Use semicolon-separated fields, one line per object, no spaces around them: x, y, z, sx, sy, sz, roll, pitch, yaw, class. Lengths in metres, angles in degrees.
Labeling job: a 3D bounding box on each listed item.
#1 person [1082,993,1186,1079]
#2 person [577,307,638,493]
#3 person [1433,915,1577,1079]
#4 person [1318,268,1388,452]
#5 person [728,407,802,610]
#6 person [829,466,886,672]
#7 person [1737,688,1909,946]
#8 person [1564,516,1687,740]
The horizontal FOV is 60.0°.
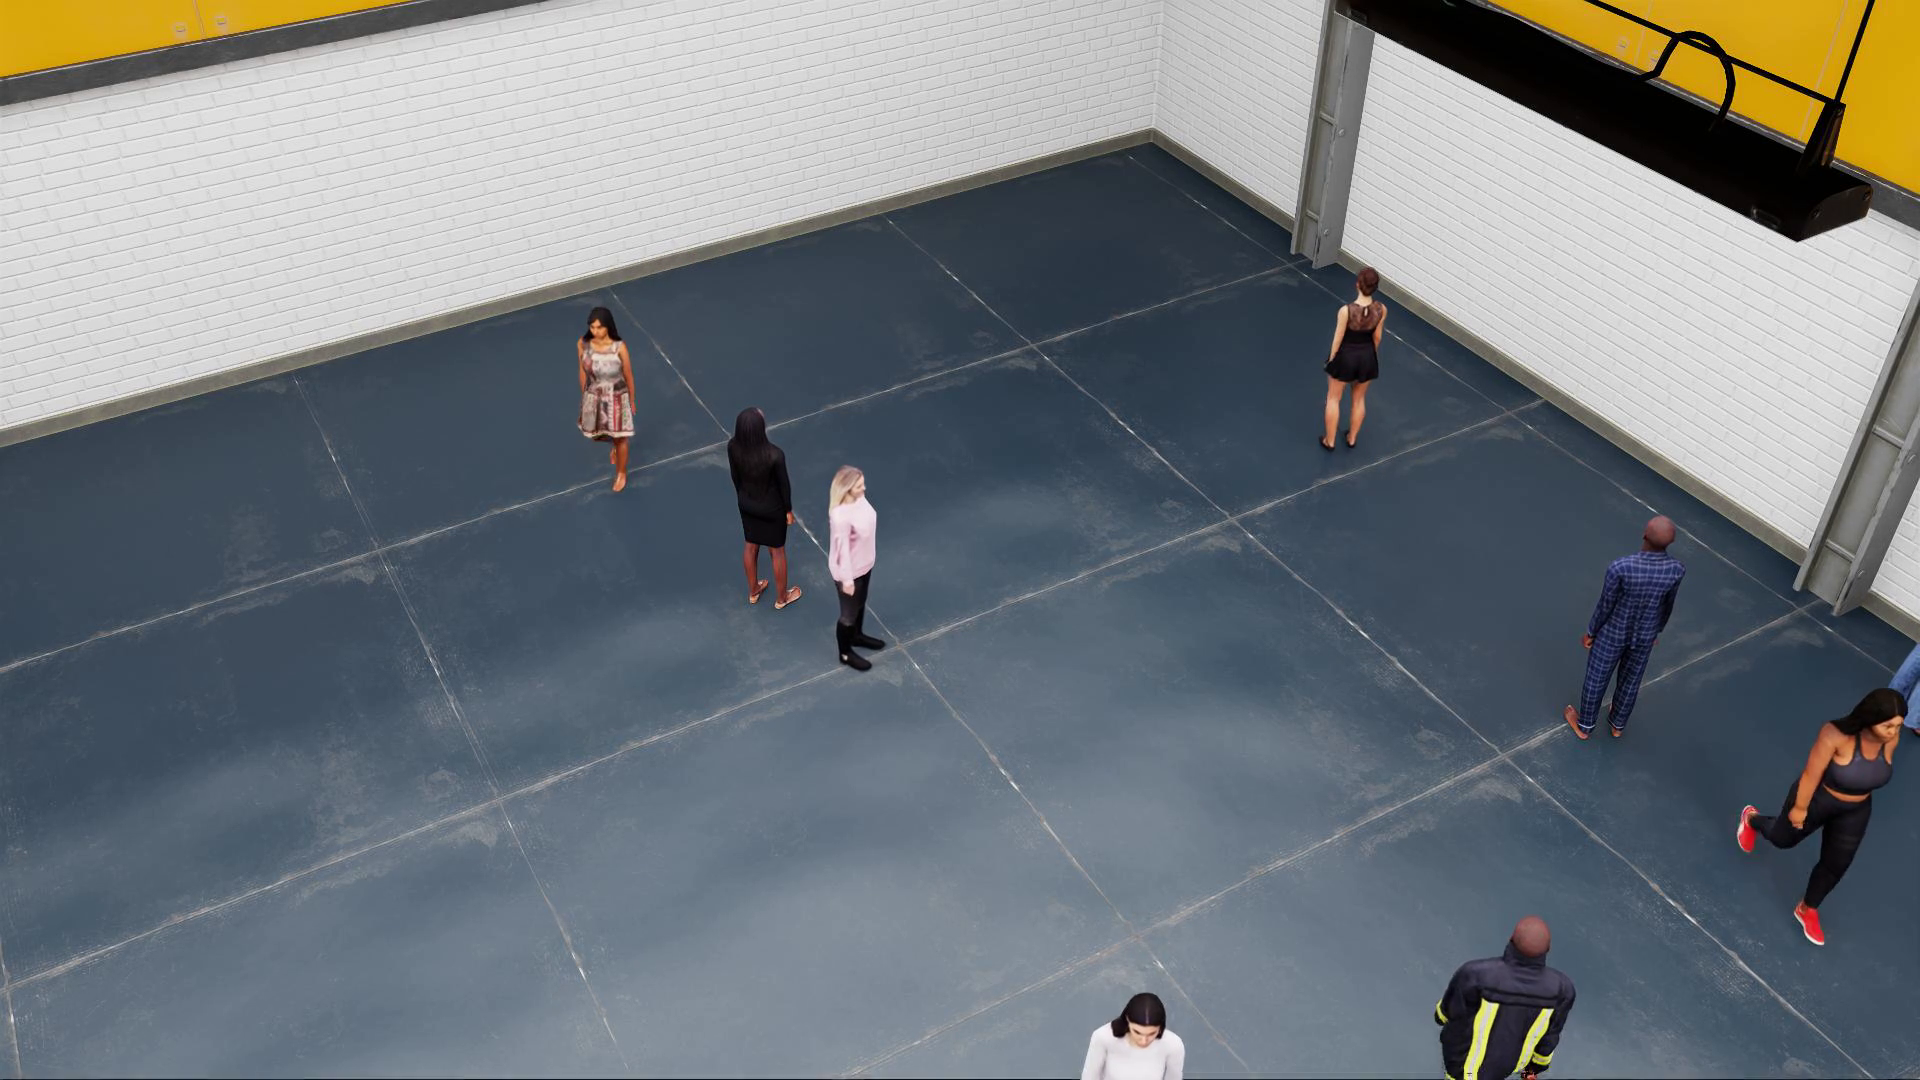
0.845;2.721;8.226;1.108;1.752;1.179;9;39;11;person
-2.762;-1.176;13.200;0.853;1.634;0.921;6;39;7;person
2.677;2.594;8.358;1.116;1.785;1.301;1;39;1;person
3.193;-1.459;13.520;0.671;1.677;0.677;-5;39;-6;person
-1.421;-0.238;11.957;0.651;1.720;0.744;15;41;18;person
-0.761;0.168;11.476;0.744;1.686;0.687;10;40;13;person
5.050;1.479;9.753;1.020;1.787;1.230;0;39;0;person
4.361;0.577;10.857;0.755;1.819;0.759;-1;39;-1;person
